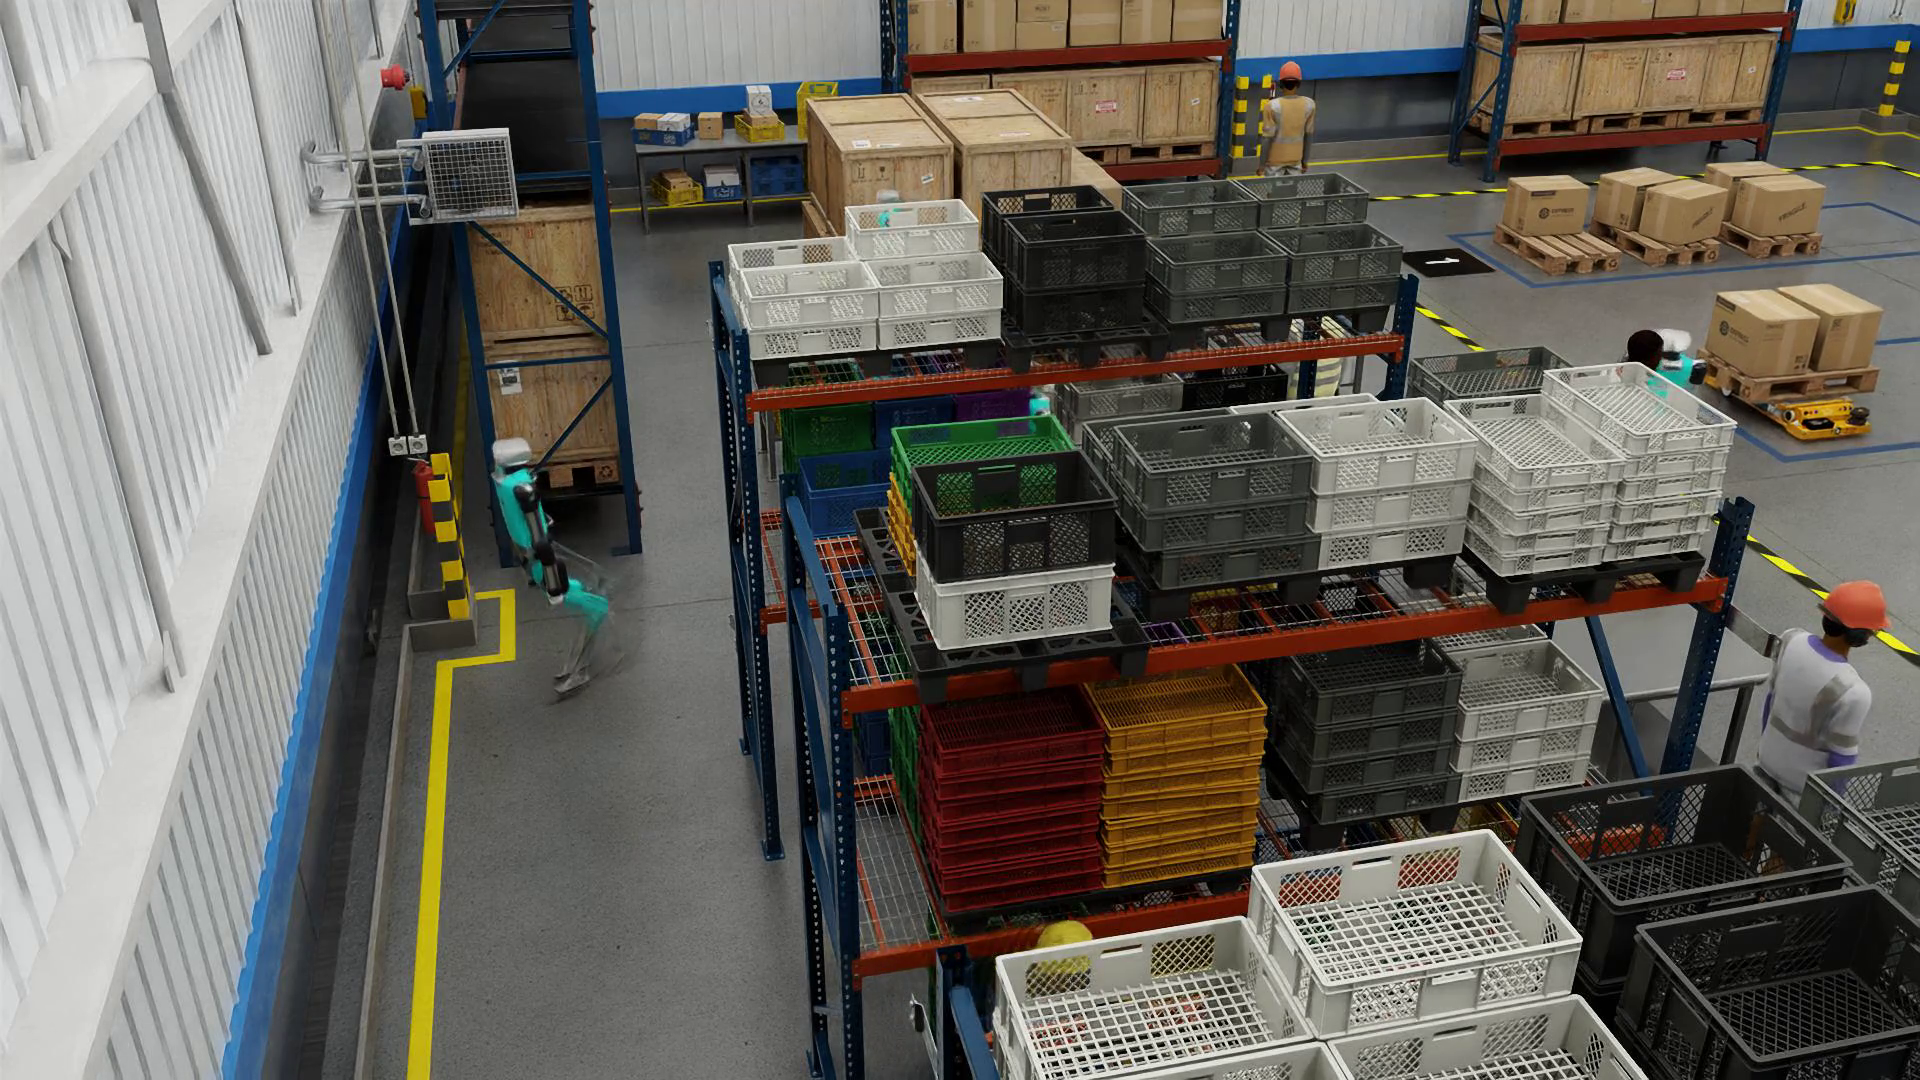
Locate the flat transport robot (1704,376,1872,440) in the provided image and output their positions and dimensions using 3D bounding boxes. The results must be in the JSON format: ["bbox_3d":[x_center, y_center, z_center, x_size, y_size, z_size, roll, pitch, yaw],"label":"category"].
[{"bbox_3d":[7.135,-1.268,14.423,0.652,0.197,1.431,-6,28,-12],"label":"flat transport robot"}]

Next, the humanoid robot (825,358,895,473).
[{"bbox_3d":[-0.543,-0.531,11.598,0.546,1.899,0.743,16,32,27],"label":"humanoid robot"}]

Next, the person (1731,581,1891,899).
[{"bbox_3d":[4.101,1.095,8.086,0.400,2.035,0.599,-6,28,-11],"label":"person"}]

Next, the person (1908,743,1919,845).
[{"bbox_3d":[4.878,1.136,8.285,0.531,1.765,0.321,-18,33,-30],"label":"person"}]

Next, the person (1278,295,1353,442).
[{"bbox_3d":[2.612,-1.134,12.512,0.621,1.844,0.429,-13,30,-23],"label":"person"}]

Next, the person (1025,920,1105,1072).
[{"bbox_3d":[0.262,2.151,6.400,0.687,1.716,0.490,-7,29,-14],"label":"person"}]

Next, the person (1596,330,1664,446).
[{"bbox_3d":[4.417,-0.512,11.250,0.371,1.916,0.596,-4,28,-7],"label":"person"}]

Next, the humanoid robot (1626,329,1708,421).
[{"bbox_3d":[4.847,-0.739,11.869,0.539,1.769,0.779,4,28,7],"label":"humanoid robot"}]

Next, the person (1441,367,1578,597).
[{"bbox_3d":[3.650,-0.288,10.887,0.968,1.887,0.551,11,30,20],"label":"person"}]

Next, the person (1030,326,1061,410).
[{"bbox_3d":[0.535,-0.628,11.570,0.361,1.831,0.500,-13,30,-23],"label":"person"}]

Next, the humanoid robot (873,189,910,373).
[{"bbox_3d":[-0.392,-2.222,14.718,0.835,1.794,0.542,-6,28,-12],"label":"humanoid robot"}]

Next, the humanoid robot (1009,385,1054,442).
[{"bbox_3d":[0.254,-0.235,10.917,0.672,1.806,0.531,-13,30,-23],"label":"humanoid robot"}]

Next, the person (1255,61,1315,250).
[{"bbox_3d":[3.488,-4.126,17.976,0.614,2.039,0.375,-8,29,-15],"label":"person"}]

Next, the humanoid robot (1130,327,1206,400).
[{"bbox_3d":[1.579,-1.198,12.875,0.616,1.626,0.791,10,29,18],"label":"humanoid robot"}]

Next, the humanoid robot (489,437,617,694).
[{"bbox_3d":[-2.397,0.106,10.131,0.738,1.673,0.531,-18,33,-30],"label":"humanoid robot"}]

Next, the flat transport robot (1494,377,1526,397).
[{"bbox_3d":[4.780,-1.036,14.013,0.659,0.231,1.431,-6,28,-12],"label":"flat transport robot"}]
